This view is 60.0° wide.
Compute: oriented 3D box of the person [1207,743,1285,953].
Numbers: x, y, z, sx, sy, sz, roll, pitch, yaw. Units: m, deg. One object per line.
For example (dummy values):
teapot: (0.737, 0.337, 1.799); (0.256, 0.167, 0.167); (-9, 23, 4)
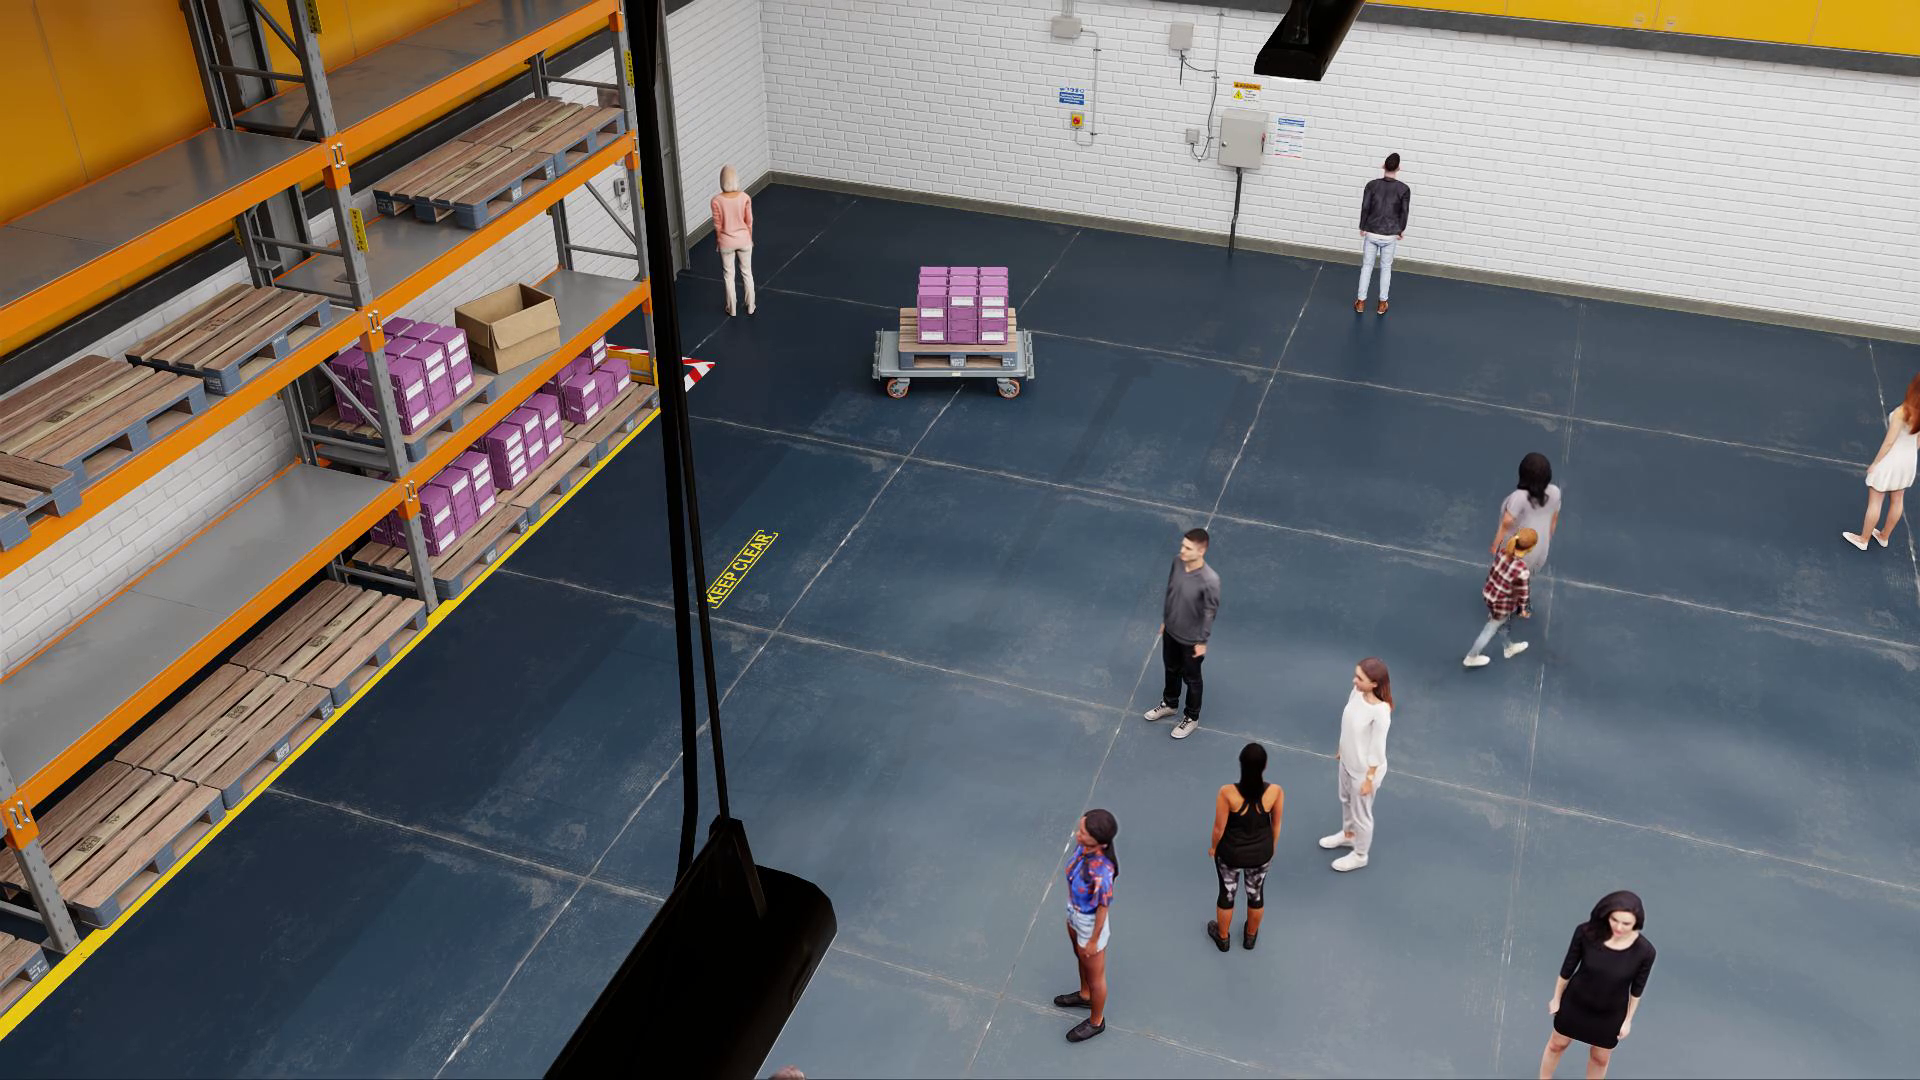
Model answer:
person: (1.791, 1.927, 10.452); (0.649, 1.674, 0.635); (-2, 34, -3)

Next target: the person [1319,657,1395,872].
person: (2.696, 1.476, 11.120); (0.754, 1.686, 0.665); (-9, 35, -13)

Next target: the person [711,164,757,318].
person: (-2.475, -3.286, 18.249); (0.681, 1.726, 0.712); (-9, 35, -14)

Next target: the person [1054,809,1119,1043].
person: (0.768, 2.266, 9.880); (0.732, 1.743, 0.630); (-7, 34, -11)

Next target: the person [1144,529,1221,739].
person: (1.672, 0.662, 12.276); (0.717, 1.760, 0.703); (-23, 40, -30)

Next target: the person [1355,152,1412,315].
person: (4.629, -3.366, 18.269); (0.676, 1.836, 0.565); (8, 34, 12)

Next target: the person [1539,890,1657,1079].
person: (3.534, 2.624, 9.283); (0.607, 1.806, 0.509); (15, 37, 22)

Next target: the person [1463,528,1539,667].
person: (4.174, 0.482, 12.988); (0.846, 1.274, 0.837); (-9, 35, -14)

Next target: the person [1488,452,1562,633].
person: (4.549, 0.067, 13.320); (0.771, 1.596, 0.830); (-14, 36, -20)

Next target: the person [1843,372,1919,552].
person: (8.084, -0.686, 14.349); (0.646, 1.712, 0.678); (-7, 34, -10)
